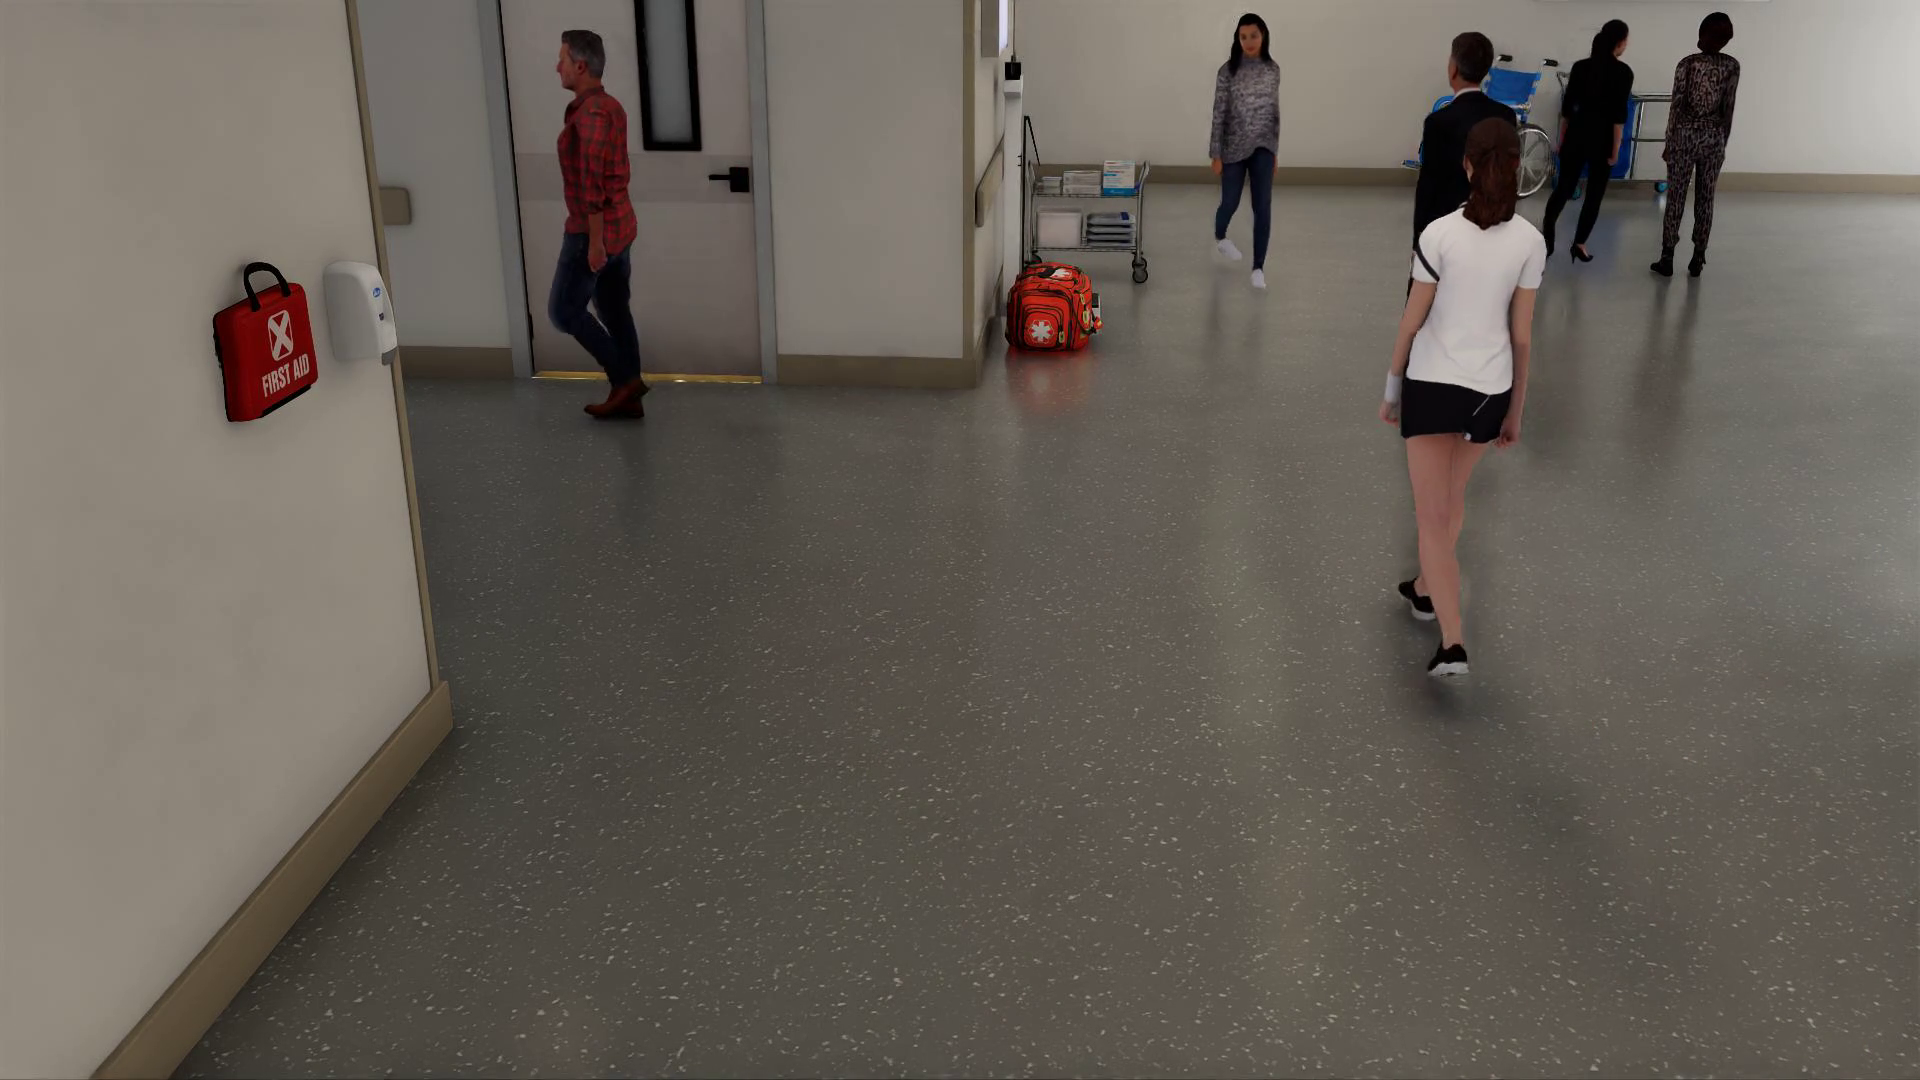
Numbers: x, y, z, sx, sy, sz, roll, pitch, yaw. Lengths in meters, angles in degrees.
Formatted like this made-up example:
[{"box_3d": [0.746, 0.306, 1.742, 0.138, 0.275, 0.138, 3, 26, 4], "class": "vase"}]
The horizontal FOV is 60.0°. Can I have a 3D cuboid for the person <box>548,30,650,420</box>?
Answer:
[{"box_3d": [-1.605, -1.444, 7.809, 0.781, 1.823, 0.607, 0, 21, 1], "class": "person"}]

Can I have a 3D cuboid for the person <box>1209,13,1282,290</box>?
[{"box_3d": [1.843, -2.523, 10.840, 0.815, 1.693, 1.209, -3, 21, -8], "class": "person"}]

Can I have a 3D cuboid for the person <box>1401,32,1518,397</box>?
[{"box_3d": [2.380, -1.428, 7.818, 0.883, 1.786, 1.217, -3, 21, -9], "class": "person"}]

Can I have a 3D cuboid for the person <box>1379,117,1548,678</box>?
[{"box_3d": [1.559, -0.393, 5.189, 0.692, 1.712, 1.165, -2, 21, -4], "class": "person"}]

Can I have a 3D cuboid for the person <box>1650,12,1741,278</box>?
[{"box_3d": [4.912, -2.628, 11.089, 0.570, 1.714, 0.557, 2, 21, 6], "class": "person"}]

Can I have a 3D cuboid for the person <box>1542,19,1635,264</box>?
[{"box_3d": [4.200, -2.631, 11.209, 1.067, 1.634, 0.976, -19, 28, -41], "class": "person"}]
